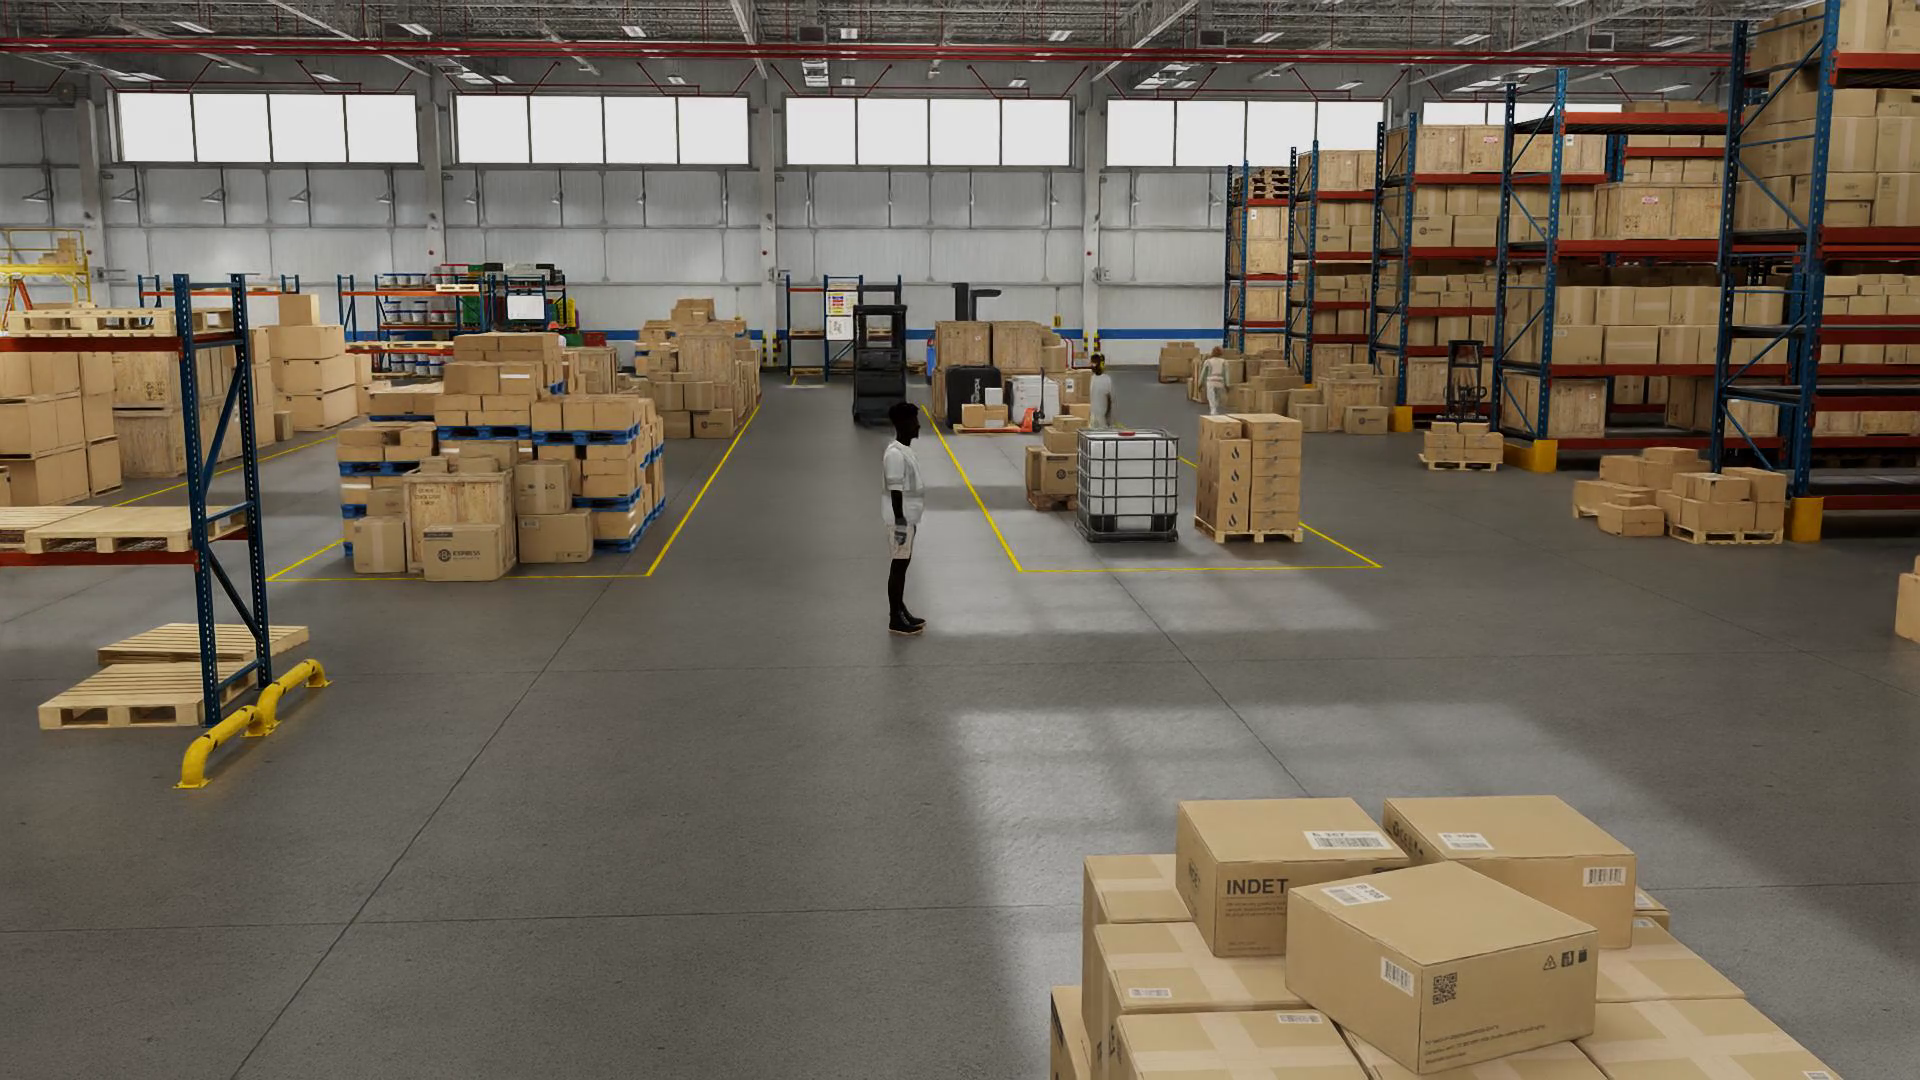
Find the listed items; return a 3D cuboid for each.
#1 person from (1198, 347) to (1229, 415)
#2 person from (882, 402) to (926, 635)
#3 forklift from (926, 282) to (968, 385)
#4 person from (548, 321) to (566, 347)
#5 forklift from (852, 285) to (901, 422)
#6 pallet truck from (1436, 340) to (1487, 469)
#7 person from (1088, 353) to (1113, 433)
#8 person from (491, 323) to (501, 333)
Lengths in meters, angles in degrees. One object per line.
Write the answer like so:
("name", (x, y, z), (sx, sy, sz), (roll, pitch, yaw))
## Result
("person", (5.073, -3.067, 33.296), (0.587, 1.587, 0.815), (-1, 9, -3))
("person", (-0.474, -0.189, 14.075), (0.363, 1.966, 0.610), (1, 9, 5))
("forklift", (0.023, -5.569, 45.001), (1.873, 2.768, 1.129), (-1, 9, -4))
("person", (-9.605, -4.226, 39.520), (0.375, 1.935, 0.551), (6, 11, 34))
("forklift", (-1.689, -3.925, 34.673), (1.129, 2.768, 1.873), (-1, 9, -5))
("pallet truck", (8.004, -2.170, 26.422), (0.823, 1.965, 1.885), (2, 9, 14))
("person", (2.185, -1.931, 25.409), (0.741, 1.848, 0.523), (-6, 11, -31))
("person", (-11.063, -4.354, 40.513), (0.957, 1.901, 0.649), (-8, 12, -40))
